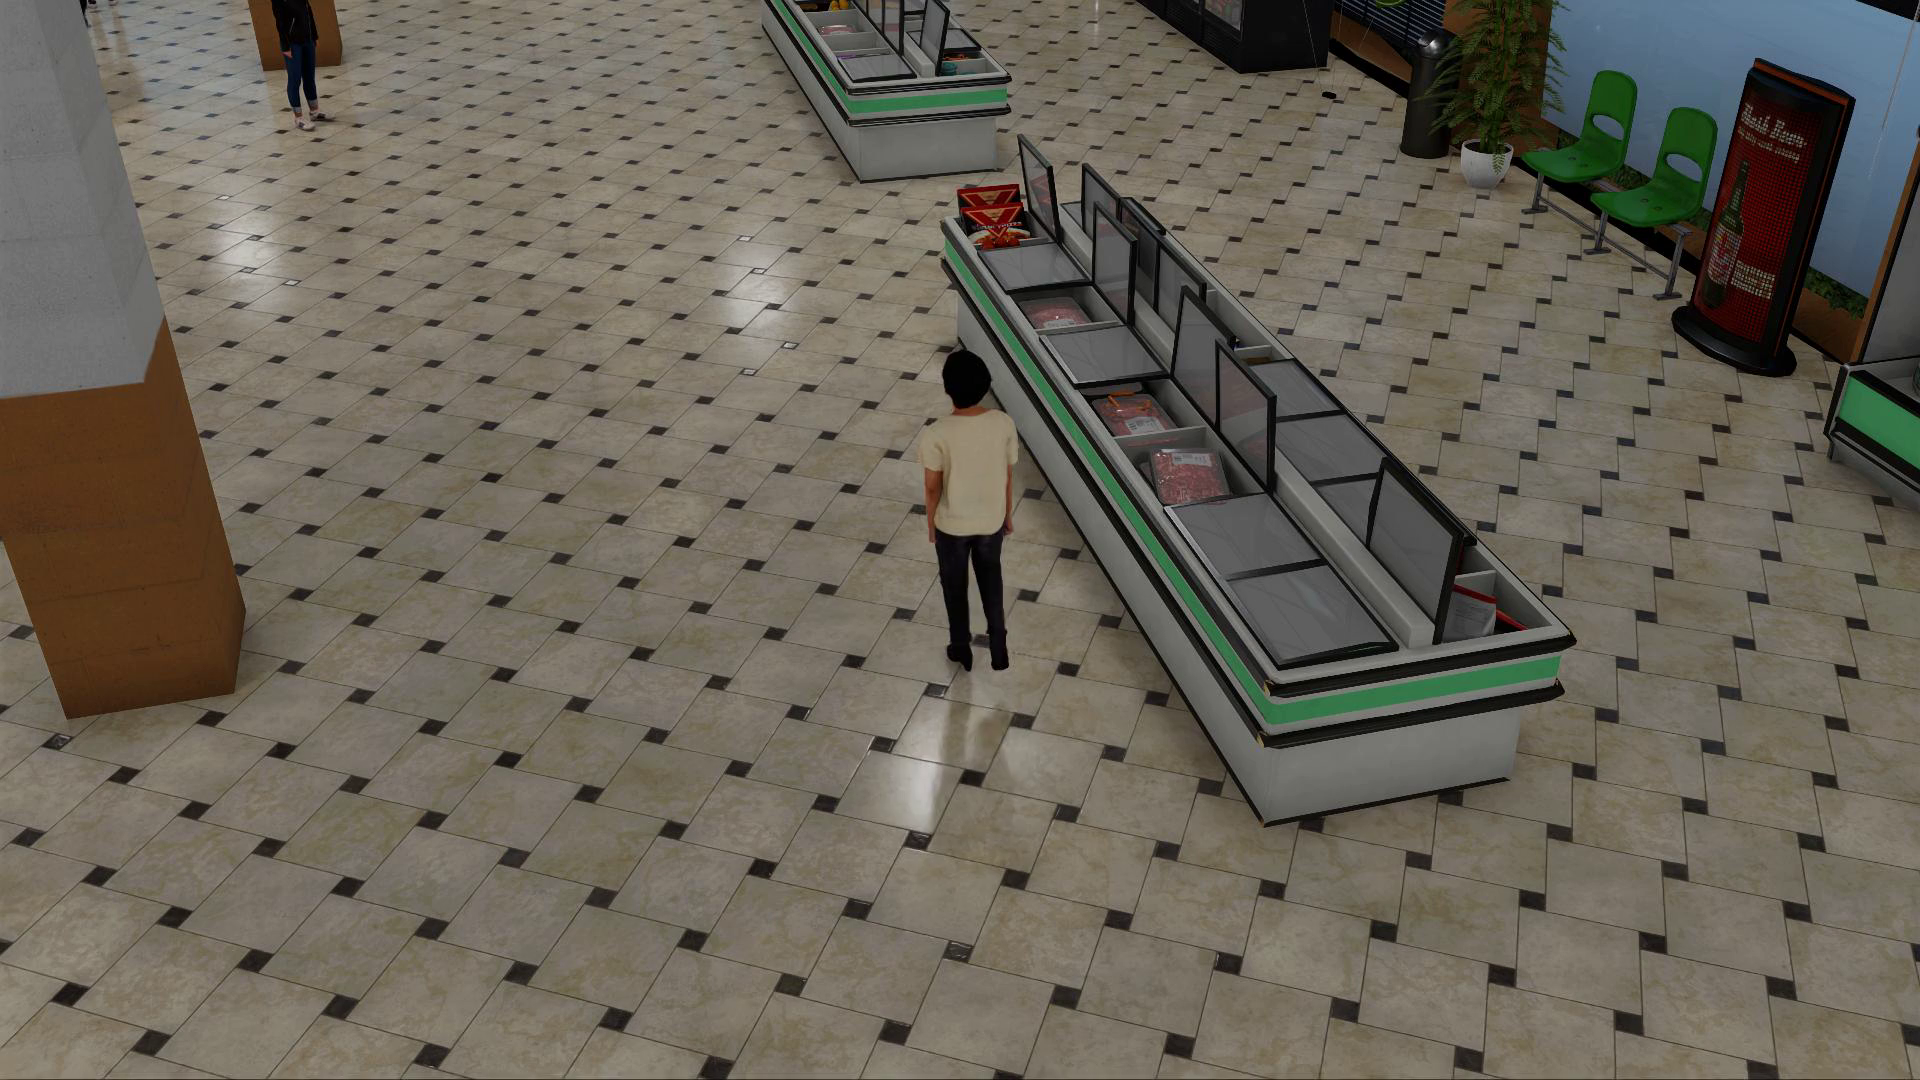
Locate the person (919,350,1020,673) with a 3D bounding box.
[{"bbox_3d":[0.066,-0.051,7.160,0.620,1.576,0.705,-10,33,-16],"label":"person"}]

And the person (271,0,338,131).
[{"bbox_3d":[-5.568,-4.208,13.932,0.688,1.481,0.599,11,34,18],"label":"person"}]
